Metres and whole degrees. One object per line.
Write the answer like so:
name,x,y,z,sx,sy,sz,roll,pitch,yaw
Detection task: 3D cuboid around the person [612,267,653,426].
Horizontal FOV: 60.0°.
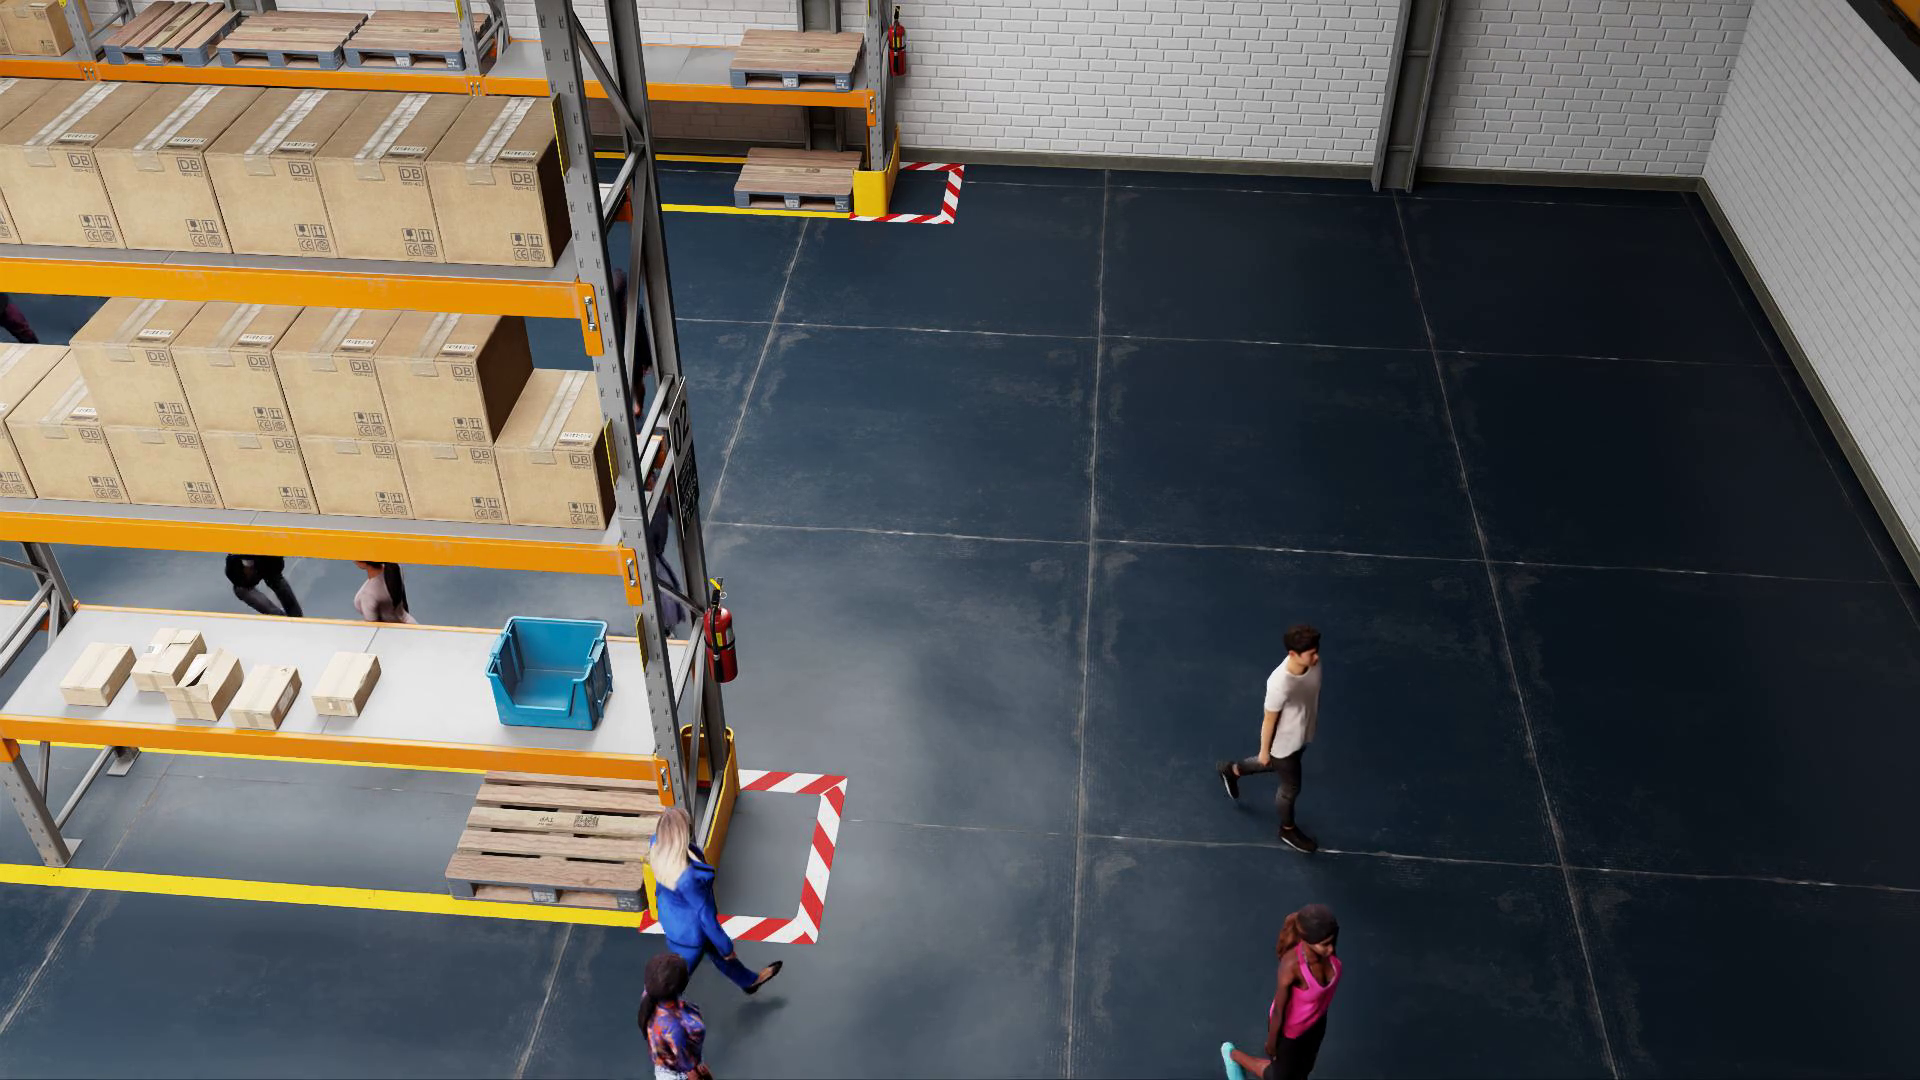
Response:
person,-2.672,-1.364,13.260,1.021,1.593,0.876,-11,40,-14

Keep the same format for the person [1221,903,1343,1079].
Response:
person,1.658,2.386,8.472,0.870,1.709,0.917,-26,45,-29

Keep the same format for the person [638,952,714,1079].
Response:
person,-1.457,2.679,8.104,1.214,1.710,0.997,-18,42,-21

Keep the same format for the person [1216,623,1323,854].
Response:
person,1.928,1.124,10.061,1.118,1.698,0.976,27,46,30

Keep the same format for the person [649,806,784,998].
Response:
person,-1.556,2.108,8.859,1.188,1.660,1.048,-18,42,-22
